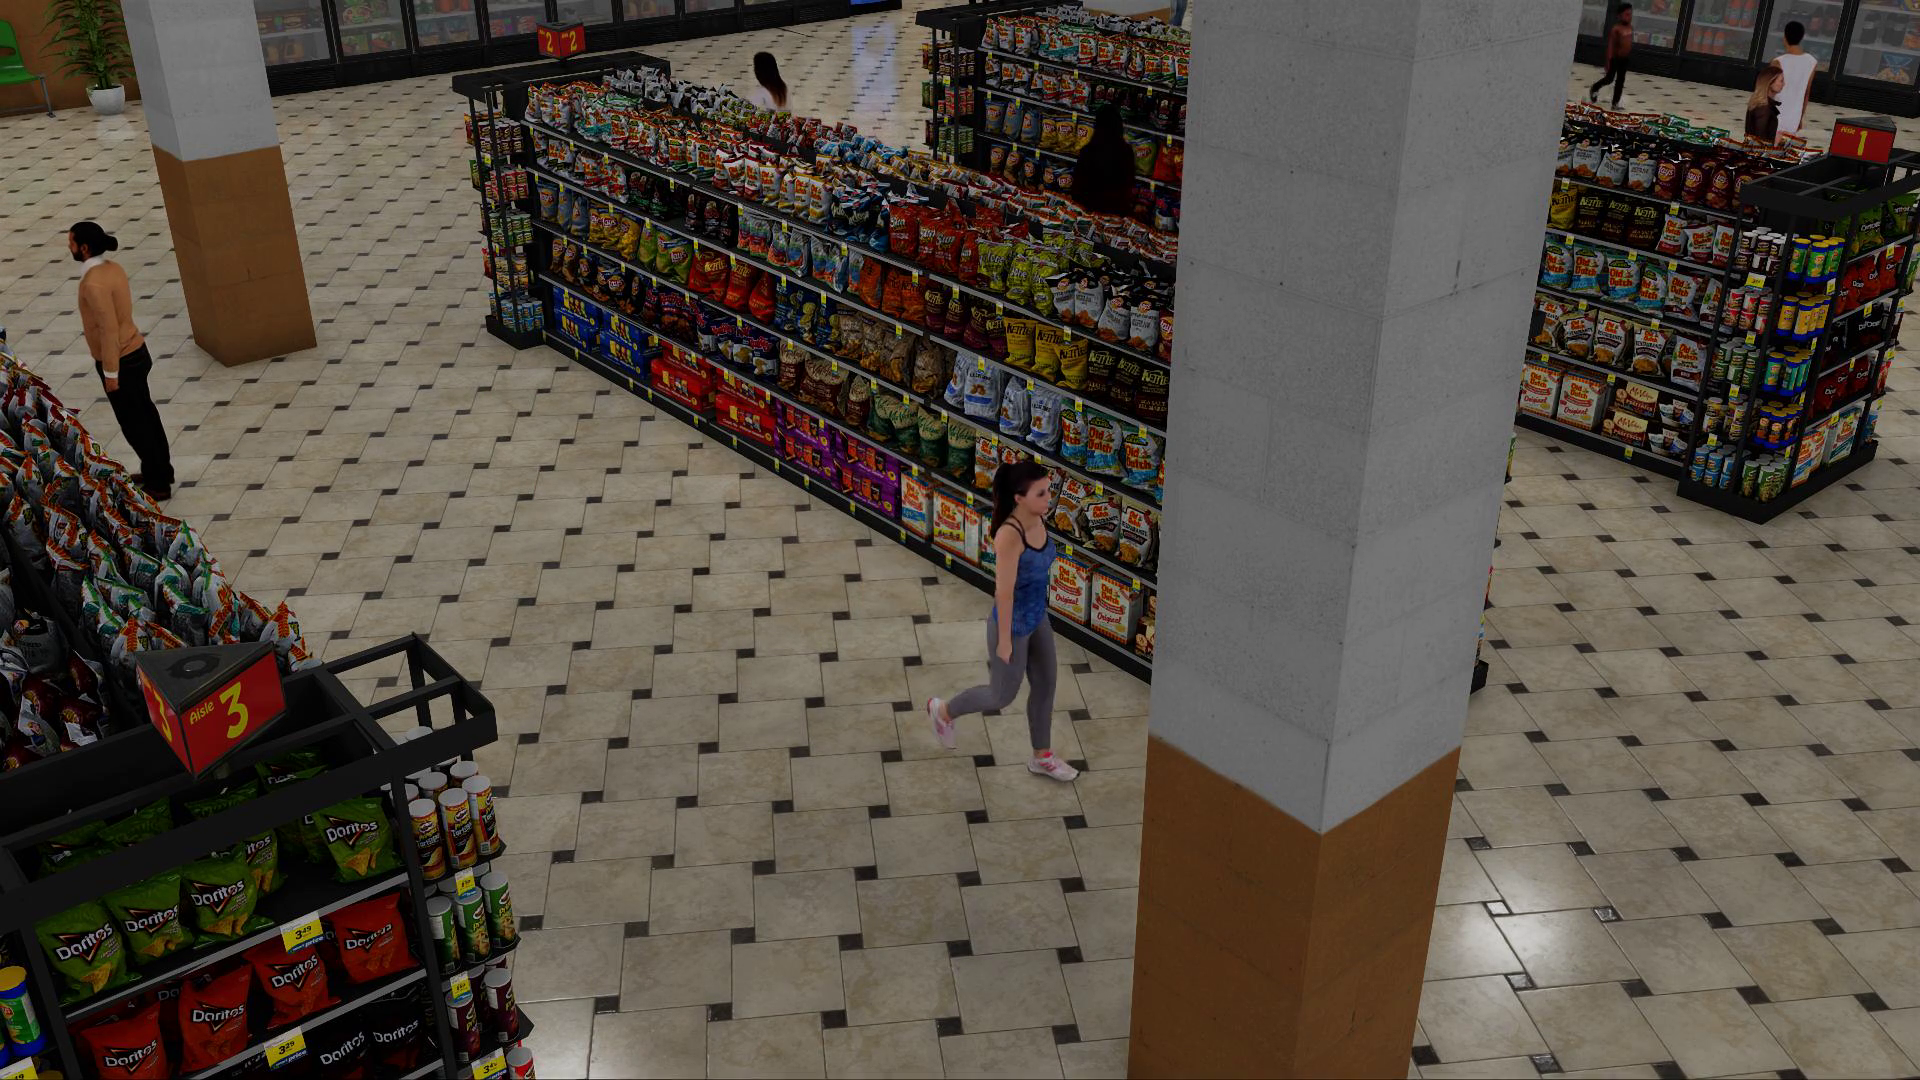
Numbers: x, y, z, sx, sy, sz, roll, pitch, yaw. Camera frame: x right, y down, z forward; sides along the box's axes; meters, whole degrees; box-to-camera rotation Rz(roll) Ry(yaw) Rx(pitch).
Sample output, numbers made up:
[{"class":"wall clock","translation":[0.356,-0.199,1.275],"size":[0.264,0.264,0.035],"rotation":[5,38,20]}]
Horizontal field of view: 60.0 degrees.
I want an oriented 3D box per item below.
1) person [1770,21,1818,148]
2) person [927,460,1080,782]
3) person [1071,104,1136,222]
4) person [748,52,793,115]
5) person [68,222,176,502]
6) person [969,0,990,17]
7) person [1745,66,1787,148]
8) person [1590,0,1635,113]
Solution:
[{"class":"person","translation":[7.848,-4.028,15.912],"size":[0.725,1.784,0.727],"rotation":[-5,27,-10]},{"class":"person","translation":[0.199,0.366,7.463],"size":[1.052,1.588,0.802],"rotation":[14,30,25]},{"class":"person","translation":[1.133,-2.438,12.837],"size":[0.744,1.729,1.062],"rotation":[-17,31,-29]},{"class":"person","translation":[-1.643,-3.578,15.192],"size":[1.180,1.631,0.789],"rotation":[22,34,36]},{"class":"person","translation":[-5.118,-1.085,10.143],"size":[0.805,1.753,0.668],"rotation":[-7,28,-13]},{"class":"person","translation":[0.257,-8.862,25.405],"size":[0.724,1.819,0.652],"rotation":[-11,29,-21]},{"class":"person","translation":[6.881,-3.265,14.495],"size":[0.690,1.705,0.676],"rotation":[7,28,14]},{"class":"person","translation":[7.877,-5.808,20.022],"size":[0.656,1.242,0.866],"rotation":[-12,29,-23]}]
